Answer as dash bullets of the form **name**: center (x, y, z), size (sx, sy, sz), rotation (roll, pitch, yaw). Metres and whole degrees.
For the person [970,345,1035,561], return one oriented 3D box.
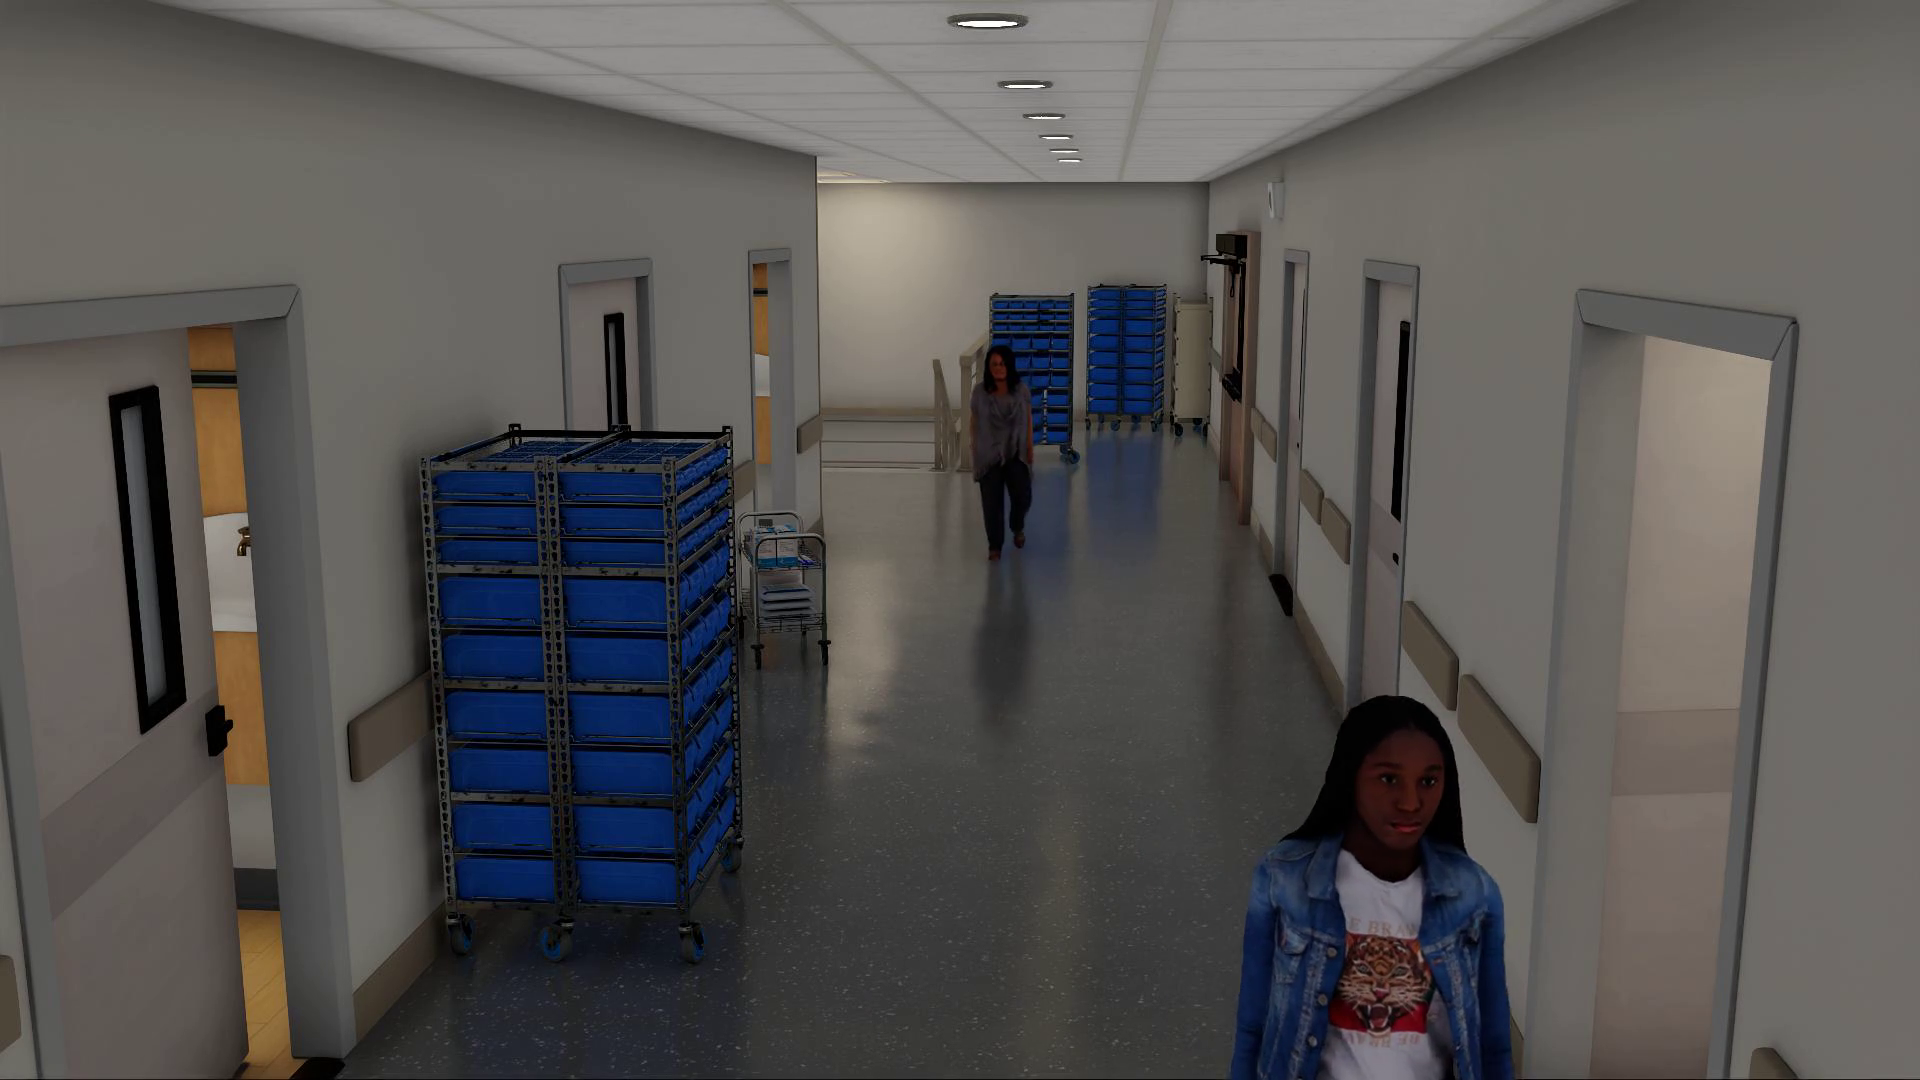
- **person**: center (0.327, -0.663, 12.452), size (0.666, 1.597, 0.779), rotation (0, 11, 0)

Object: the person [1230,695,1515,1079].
- **person**: center (0.691, 1.082, 2.977), size (0.634, 1.702, 0.640), rotation (0, 11, 2)
